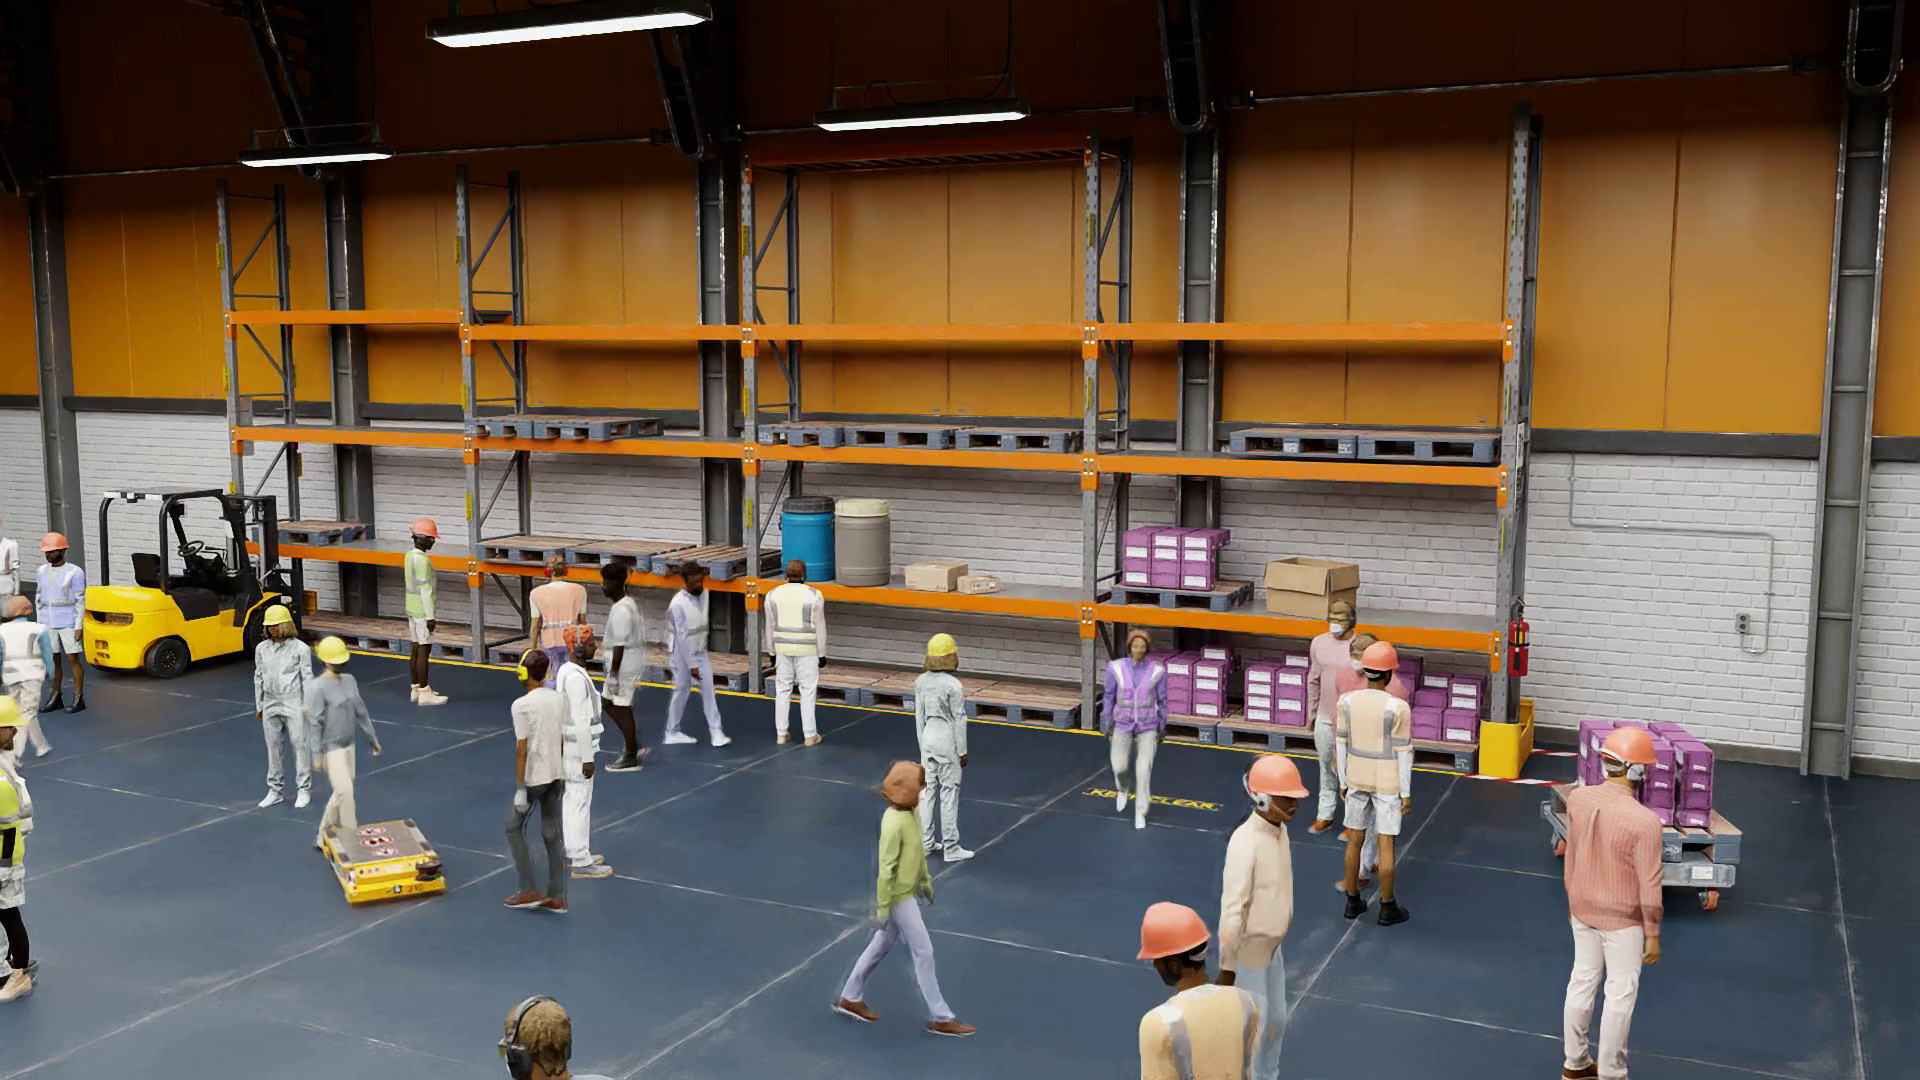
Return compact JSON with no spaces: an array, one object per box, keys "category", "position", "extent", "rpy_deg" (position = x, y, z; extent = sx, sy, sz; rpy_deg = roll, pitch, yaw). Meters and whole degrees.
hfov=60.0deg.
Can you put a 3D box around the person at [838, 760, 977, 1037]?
[{"category":"person","position":[-0.339,2.037,9.567],"extent":[0.846,1.590,0.513],"rpy_deg":[1,7,12]}]

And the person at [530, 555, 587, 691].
[{"category":"person","position":[-3.980,1.070,16.557],"extent":[0.562,1.837,0.386],"rpy_deg":[-3,8,-23]}]

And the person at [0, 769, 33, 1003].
[{"category":"person","position":[-5.832,1.930,10.019],"extent":[0.539,1.694,0.318],"rpy_deg":[6,9,41]}]

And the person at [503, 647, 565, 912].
[{"category":"person","position":[-2.990,1.663,11.588],"extent":[0.590,1.847,0.550],"rpy_deg":[4,8,31]}]

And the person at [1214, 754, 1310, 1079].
[{"category":"person","position":[1.381,2.007,8.249],"extent":[0.668,1.974,0.625],"rpy_deg":[4,8,28]}]

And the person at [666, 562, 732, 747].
[{"category":"person","position":[-2.546,1.117,16.103],"extent":[0.847,1.852,0.662],"rpy_deg":[4,8,30]}]

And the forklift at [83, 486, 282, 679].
[{"category":"forklift","position":[-9.426,0.454,20.179],"extent":[1.214,2.155,2.313],"rpy_deg":[3,8,26]}]

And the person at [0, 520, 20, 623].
[{"category":"person","position":[-11.569,0.609,19.950],"extent":[0.545,1.938,0.361],"rpy_deg":[-4,8,-28]}]

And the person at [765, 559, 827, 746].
[{"category":"person","position":[-1.599,1.098,16.351],"extent":[0.625,1.837,0.430],"rpy_deg":[2,7,16]}]

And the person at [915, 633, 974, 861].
[{"category":"person","position":[-0.130,1.577,12.736],"extent":[0.486,1.746,0.290],"rpy_deg":[6,9,41]}]

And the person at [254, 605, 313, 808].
[{"category":"person","position":[-5.747,1.411,14.118],"extent":[0.493,1.743,0.312],"rpy_deg":[0,7,4]}]

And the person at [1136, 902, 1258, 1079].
[{"category":"person","position":[0.886,2.303,6.273],"extent":[0.557,1.863,0.995],"rpy_deg":[-4,8,-28]}]

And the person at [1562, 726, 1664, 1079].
[{"category":"person","position":[3.423,1.951,8.694],"extent":[0.412,1.982,0.623],"rpy_deg":[-3,8,-24]}]

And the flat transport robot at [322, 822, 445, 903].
[{"category":"flat transport robot","position":[-4.309,2.353,12.367],"extent":[0.652,0.197,1.431],"rpy_deg":[-4,8,-28]}]

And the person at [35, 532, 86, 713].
[{"category":"person","position":[-9.579,0.881,17.695],"extent":[0.544,1.939,0.354],"rpy_deg":[1,7,7]}]

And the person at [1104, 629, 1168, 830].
[{"category":"person","position":[1.440,1.525,13.618],"extent":[0.529,1.625,0.438],"rpy_deg":[1,7,7]}]

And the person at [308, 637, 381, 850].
[{"category":"person","position":[-4.746,1.584,12.740],"extent":[0.576,1.737,0.569],"rpy_deg":[1,7,12]}]

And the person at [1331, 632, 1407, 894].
[{"category":"person","position":[2.966,1.591,12.057],"extent":[0.675,1.897,0.642],"rpy_deg":[-3,8,-26]}]

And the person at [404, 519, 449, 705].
[{"category":"person","position":[-5.838,0.780,18.149],"extent":[0.391,2.034,0.605],"rpy_deg":[-4,8,-32]}]

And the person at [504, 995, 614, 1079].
[{"category":"person","position":[-1.297,2.392,5.280],"extent":[0.384,1.928,0.636],"rpy_deg":[4,8,28]}]

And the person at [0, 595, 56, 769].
[{"category":"person","position":[-8.775,1.314,15.546],"extent":[0.535,1.592,0.842],"rpy_deg":[0,7,-1]}]

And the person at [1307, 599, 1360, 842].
[{"category":"person","position":[3.046,1.425,13.258],"extent":[0.367,1.931,0.635],"rpy_deg":[-6,9,-42]}]

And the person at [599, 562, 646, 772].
[{"category":"person","position":[-3.130,1.167,15.271],"extent":[0.423,1.951,0.643],"rpy_deg":[-1,7,-8]}]

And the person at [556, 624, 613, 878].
[{"category":"person","position":[-2.811,1.557,12.344],"extent":[0.356,1.882,0.574],"rpy_deg":[-3,7,-22]}]

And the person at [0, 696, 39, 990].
[{"category":"person","position":[-5.899,1.851,10.192],"extent":[0.403,1.817,0.605],"rpy_deg":[-4,8,-31]}]

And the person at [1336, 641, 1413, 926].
[{"category":"person","position":[2.833,1.650,11.345],"extent":[0.542,1.938,0.358],"rpy_deg":[5,9,38]}]
